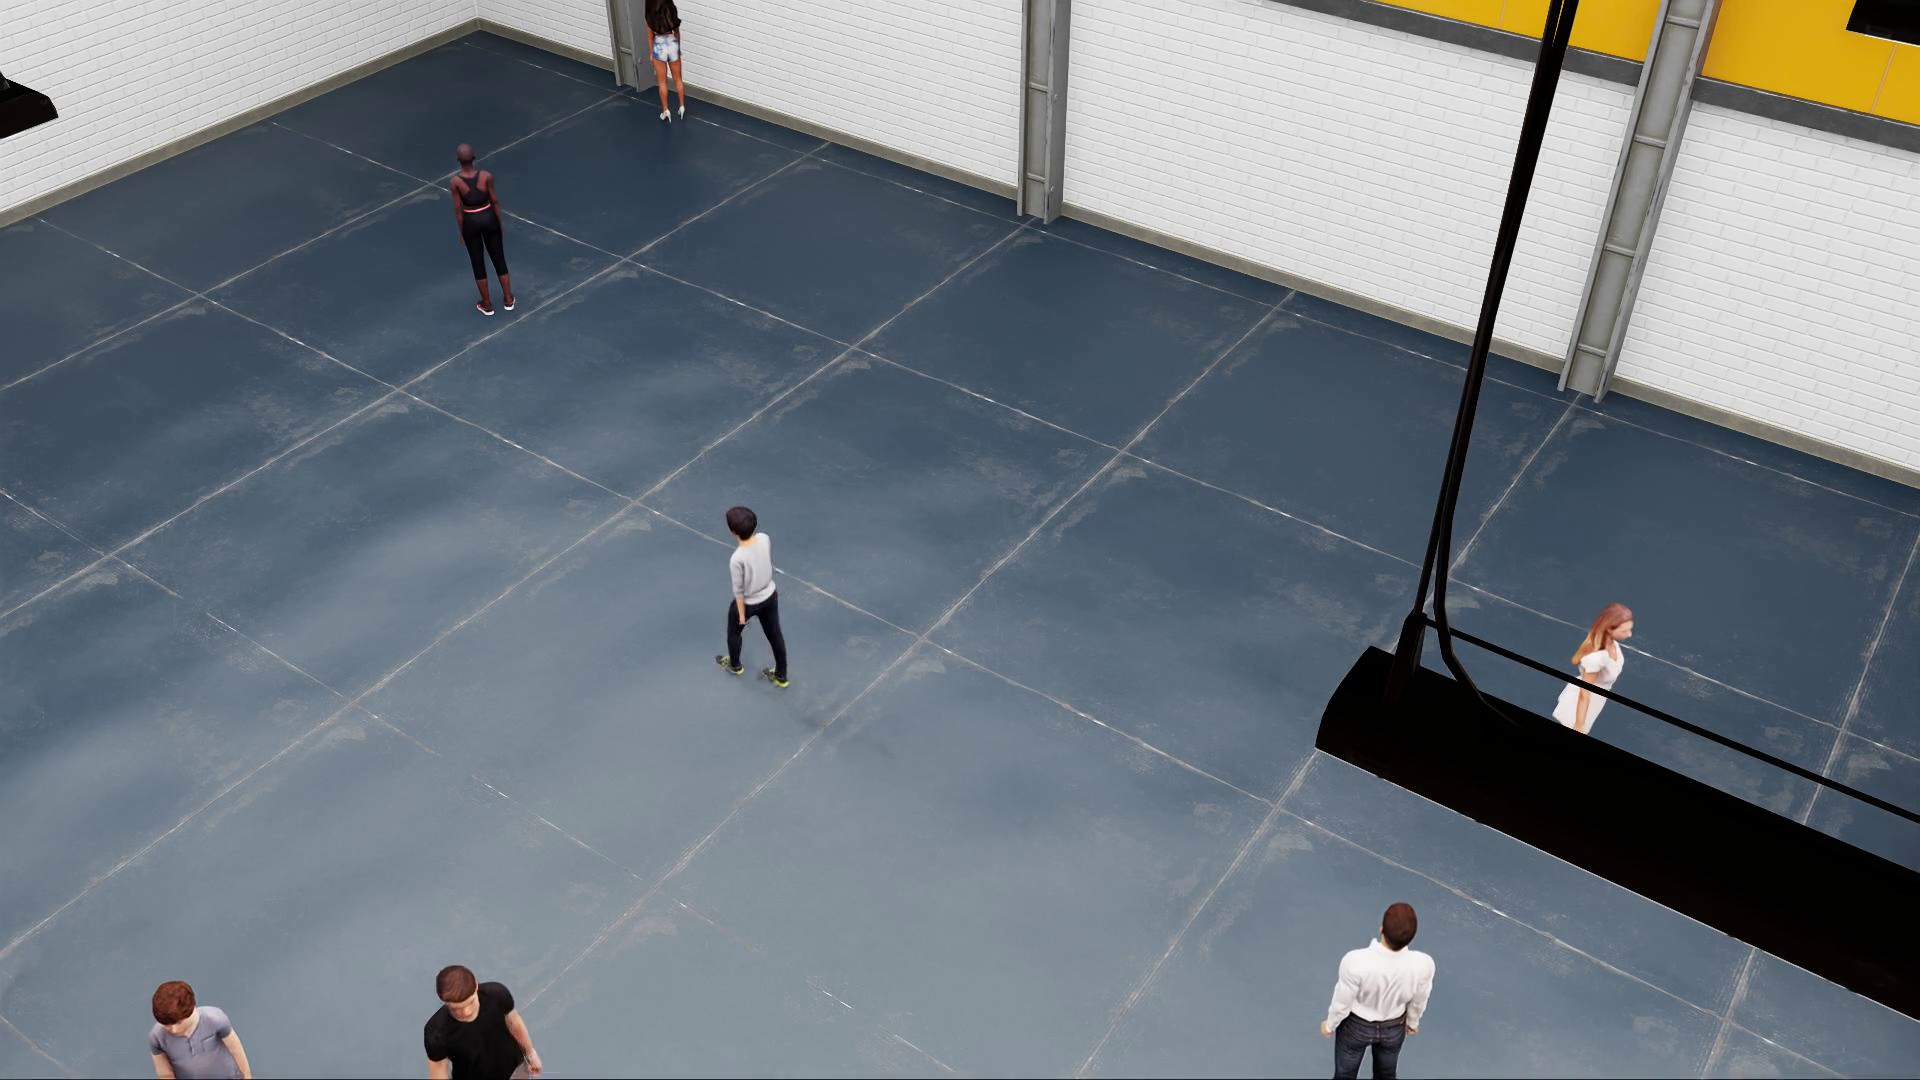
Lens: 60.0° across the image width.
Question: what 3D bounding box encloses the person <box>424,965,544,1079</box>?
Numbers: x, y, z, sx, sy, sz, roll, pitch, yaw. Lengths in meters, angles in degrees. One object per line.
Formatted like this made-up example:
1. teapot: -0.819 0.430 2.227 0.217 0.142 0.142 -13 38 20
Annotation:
1. person: -2.529 2.756 8.733 0.904 1.843 0.732 27 46 30

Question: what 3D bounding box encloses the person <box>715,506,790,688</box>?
1. person: -1.409 0.450 11.872 0.835 1.530 0.609 30 47 32

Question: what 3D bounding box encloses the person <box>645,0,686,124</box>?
1. person: -3.447 -5.707 19.504 0.650 1.626 0.679 -19 42 -22

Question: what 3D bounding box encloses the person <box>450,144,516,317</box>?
1. person: -4.610 -2.995 16.002 0.661 1.758 0.677 -17 42 -20

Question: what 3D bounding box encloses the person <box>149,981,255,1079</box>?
1. person: -3.927 2.861 8.755 0.664 1.651 0.696 -13 40 -15

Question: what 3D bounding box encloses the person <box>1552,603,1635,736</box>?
1. person: 4.112 1.068 10.965 0.539 1.695 0.566 22 43 25

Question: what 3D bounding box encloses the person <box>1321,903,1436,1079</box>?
1. person: 2.213 2.599 8.908 0.694 1.870 0.800 -1 39 -1
